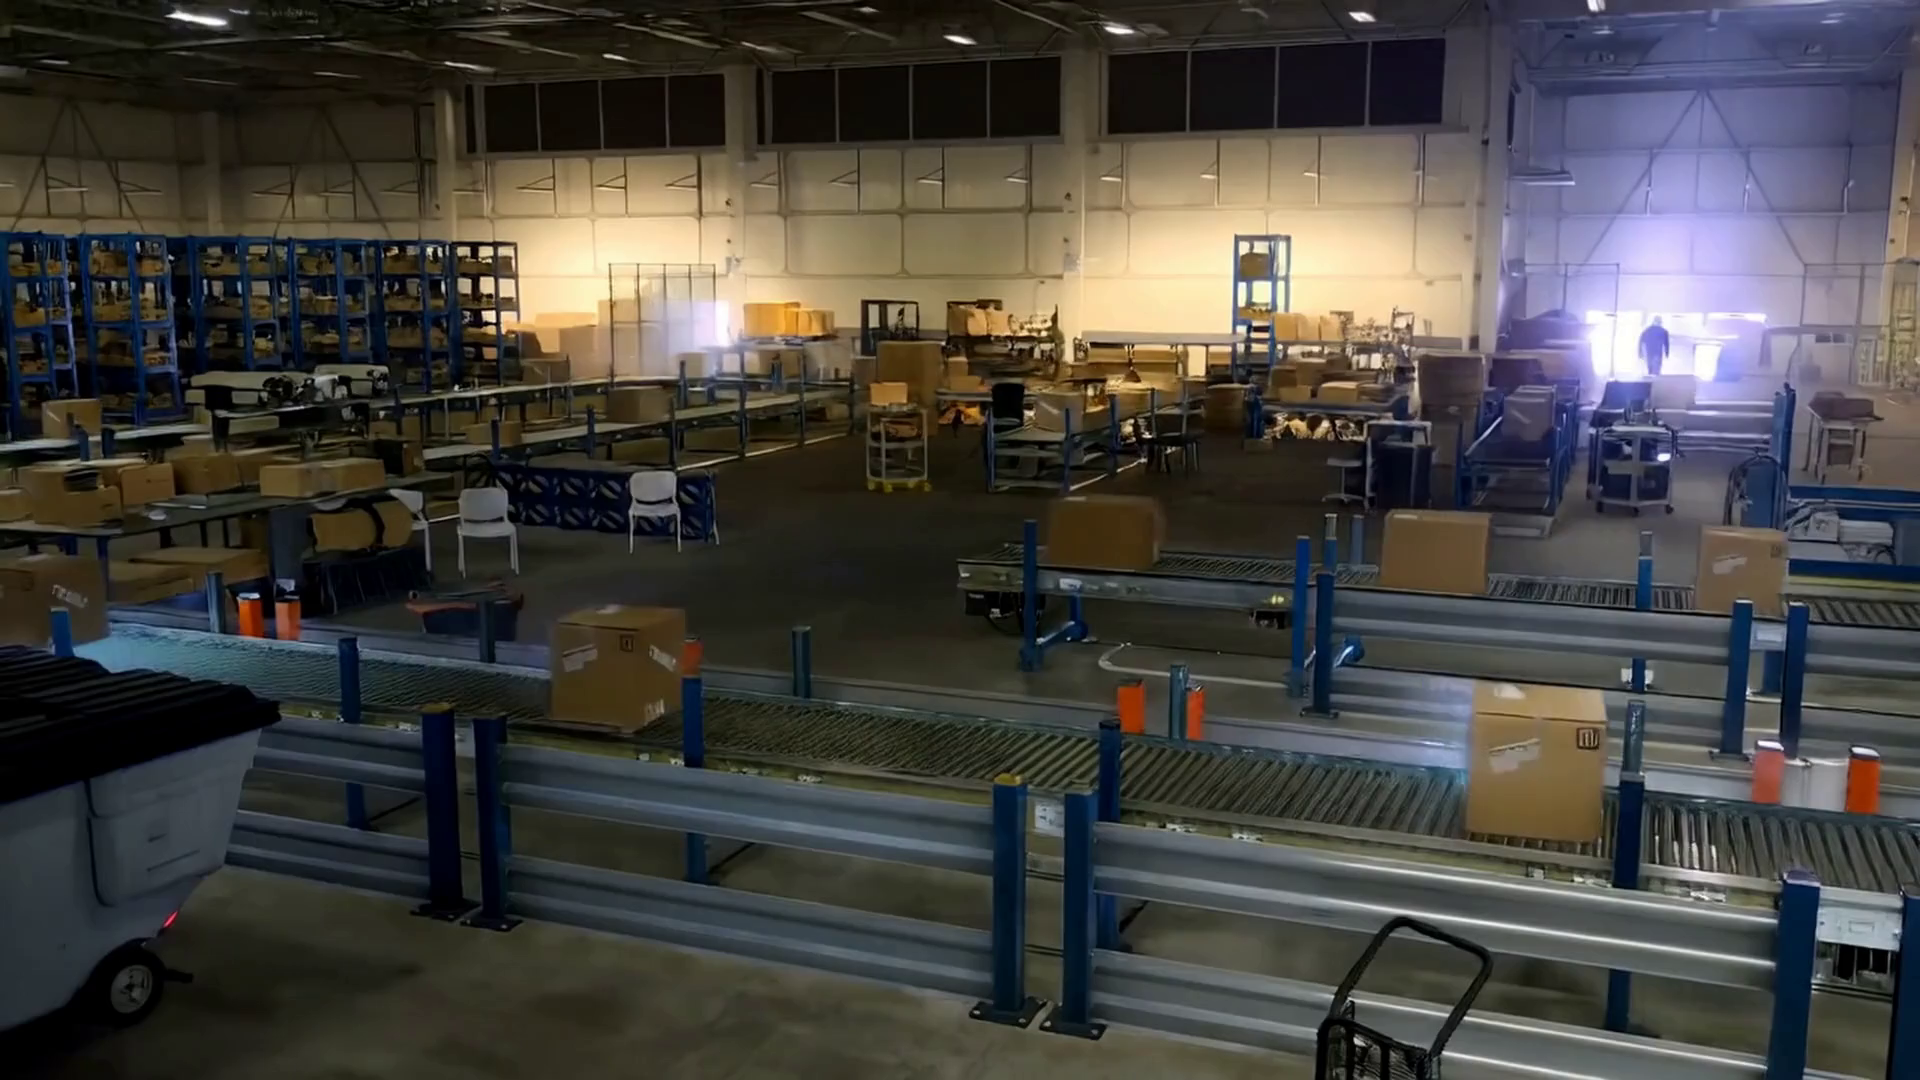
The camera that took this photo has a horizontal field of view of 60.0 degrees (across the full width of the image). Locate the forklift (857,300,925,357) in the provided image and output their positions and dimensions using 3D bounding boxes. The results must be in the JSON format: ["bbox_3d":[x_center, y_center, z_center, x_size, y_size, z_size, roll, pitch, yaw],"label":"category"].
[{"bbox_3d":[-1.732,-5.109,42.468,1.157,1.987,2.680,4,10,22],"label":"forklift"}]

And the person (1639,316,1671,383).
[{"bbox_3d":[16.283,-4.307,38.973,1.040,1.851,0.641,-8,12,-39],"label":"person"}]

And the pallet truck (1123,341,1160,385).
[{"bbox_3d":[4.445,-4.380,41.279,0.680,1.201,1.601,4,10,22],"label":"pallet truck"}]

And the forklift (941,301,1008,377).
[{"bbox_3d":[0.365,-4.966,41.571,1.157,1.987,2.680,3,10,20],"label":"forklift"}]

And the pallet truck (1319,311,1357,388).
[{"bbox_3d":[9.071,-4.419,39.190,0.823,1.965,1.885,5,10,26],"label":"pallet truck"}]

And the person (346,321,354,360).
[{"bbox_3d":[-16.209,-5.168,44.276,0.576,1.817,0.724,2,10,13],"label":"person"}]

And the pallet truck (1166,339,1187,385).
[{"bbox_3d":[5.418,-4.269,40.420,0.704,1.261,1.522,3,10,20],"label":"pallet truck"}]

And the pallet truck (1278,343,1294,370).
[{"bbox_3d":[7.886,-4.163,39.743,0.653,1.274,1.630,4,10,22],"label":"pallet truck"}]

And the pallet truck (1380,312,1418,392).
[{"bbox_3d":[10.207,-4.283,38.369,0.823,1.965,1.885,3,10,20],"label":"pallet truck"}]
